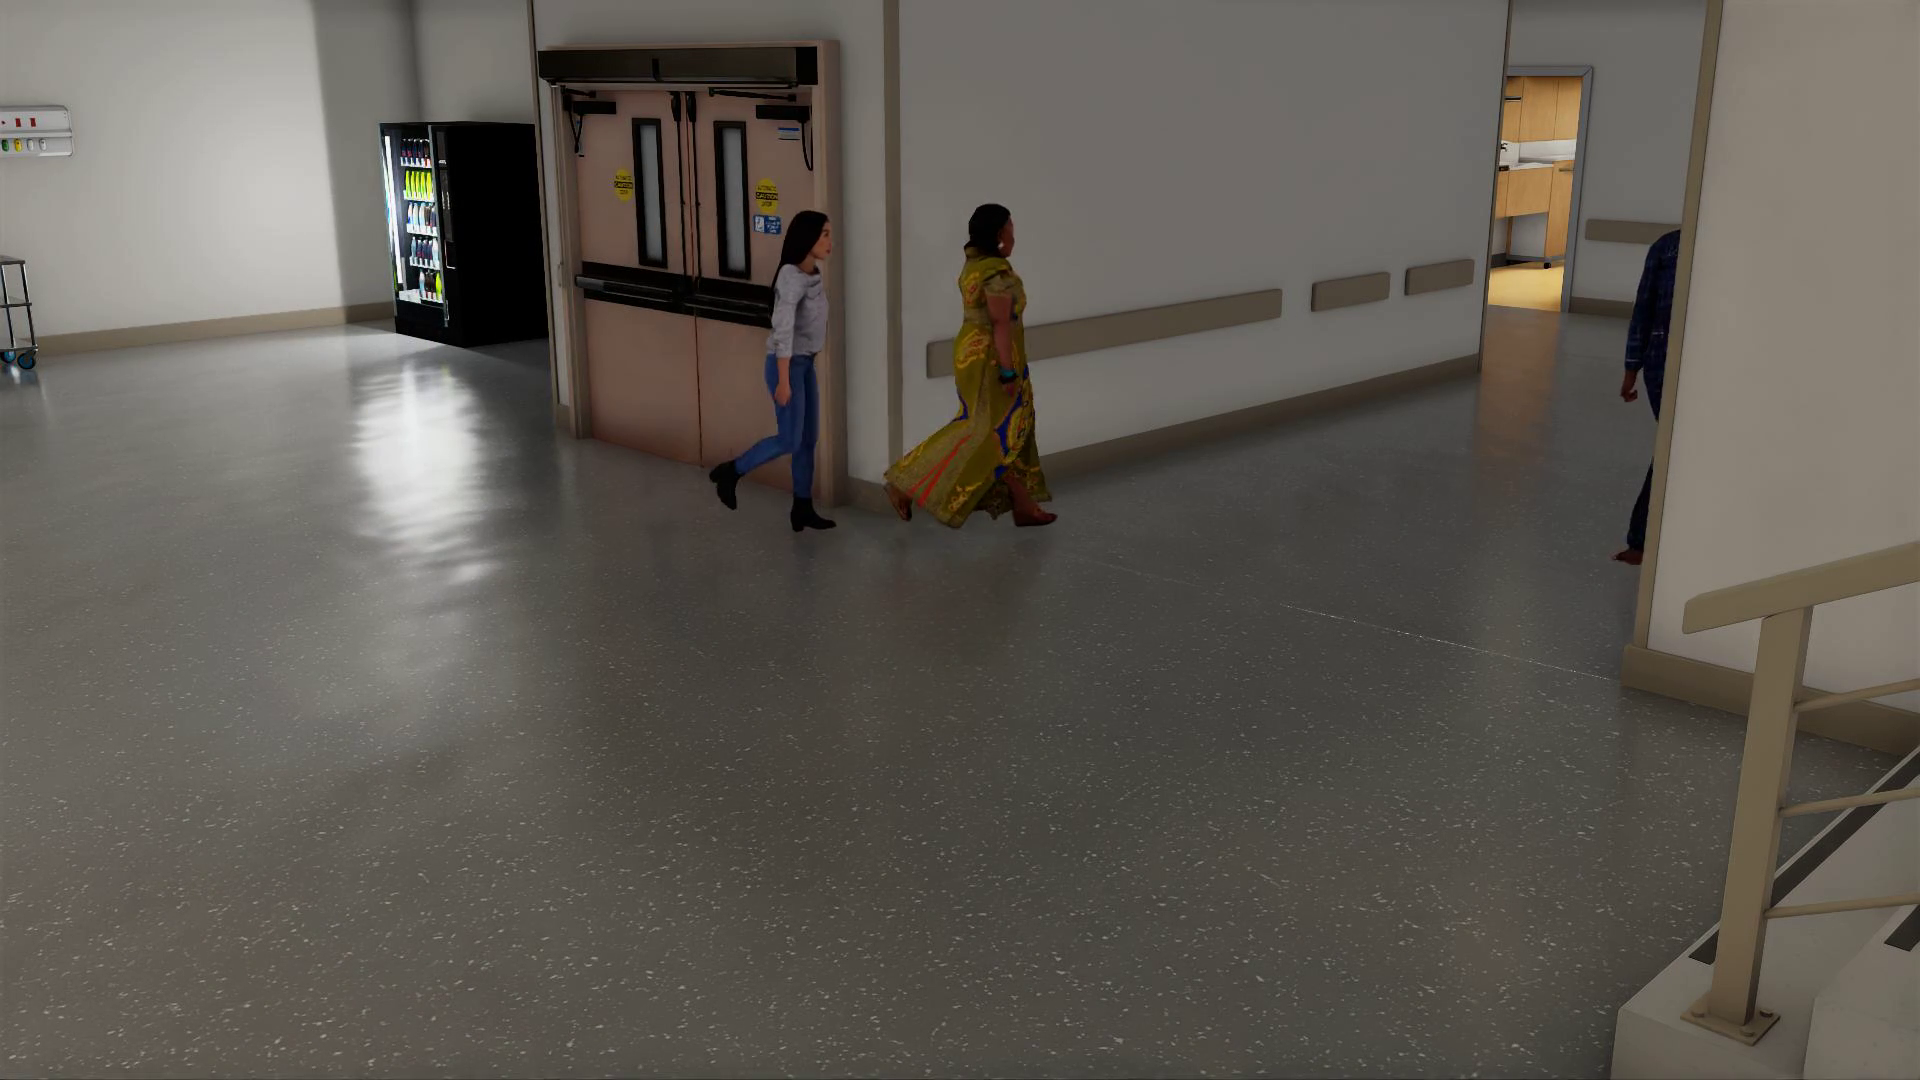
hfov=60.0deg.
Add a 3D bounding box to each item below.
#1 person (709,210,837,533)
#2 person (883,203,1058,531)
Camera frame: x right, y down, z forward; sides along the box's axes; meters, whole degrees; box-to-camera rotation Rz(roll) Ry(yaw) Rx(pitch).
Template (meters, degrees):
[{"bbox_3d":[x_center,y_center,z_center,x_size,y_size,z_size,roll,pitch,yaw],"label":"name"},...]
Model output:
[{"bbox_3d":[-0.924,-0.821,8.288,1.005,1.604,0.905,3,16,11],"label":"person"},{"bbox_3d":[0.055,-0.802,8.197,1.180,1.617,1.205,-3,16,-9],"label":"person"}]
